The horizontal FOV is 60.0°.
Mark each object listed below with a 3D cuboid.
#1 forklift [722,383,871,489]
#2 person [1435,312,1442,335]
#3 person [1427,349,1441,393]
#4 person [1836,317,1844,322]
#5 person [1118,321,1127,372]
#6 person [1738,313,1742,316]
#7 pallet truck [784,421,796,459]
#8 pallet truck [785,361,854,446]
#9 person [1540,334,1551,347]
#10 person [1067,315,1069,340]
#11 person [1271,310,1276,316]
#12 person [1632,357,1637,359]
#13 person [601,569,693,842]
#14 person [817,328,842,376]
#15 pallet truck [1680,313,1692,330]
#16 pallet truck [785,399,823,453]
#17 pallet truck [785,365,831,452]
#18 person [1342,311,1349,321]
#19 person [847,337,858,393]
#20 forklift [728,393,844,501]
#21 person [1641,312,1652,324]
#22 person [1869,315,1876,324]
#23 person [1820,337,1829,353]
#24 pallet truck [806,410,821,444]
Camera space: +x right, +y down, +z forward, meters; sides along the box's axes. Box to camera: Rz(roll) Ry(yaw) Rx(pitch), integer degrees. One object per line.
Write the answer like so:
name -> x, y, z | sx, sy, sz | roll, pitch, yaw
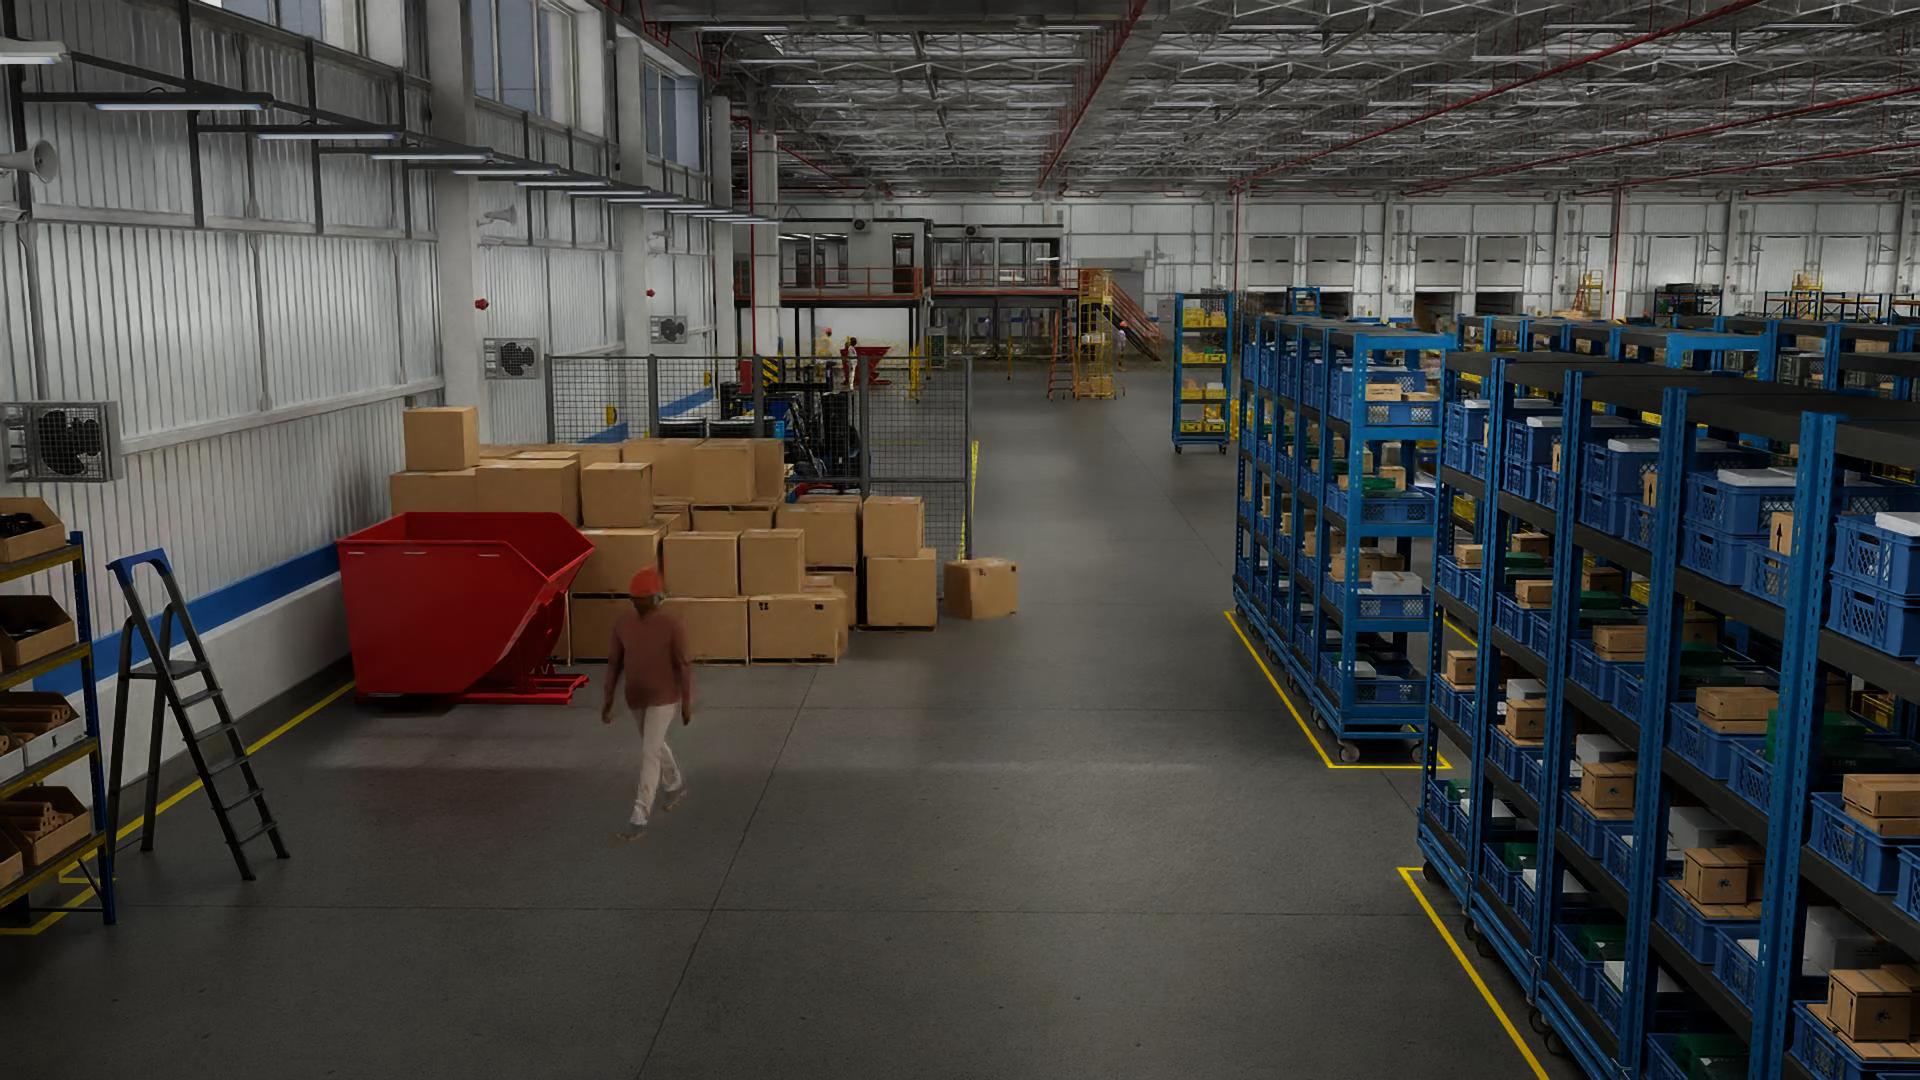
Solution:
forklift -> -2.893, -1.687, 28.729 | 2.680, 1.987, 1.157 | 0, 9, -1
person -> 26.217, -11.546, 90.892 | 1.004, 1.880, 0.601 | 5, 10, 27
person -> 14.314, -4.908, 50.351 | 0.824, 1.736, 0.522 | -9, 13, -43
person -> 47.276, -11.237, 89.233 | 0.984, 1.795, 0.508 | -4, 10, -24
person -> 6.628, -7.878, 67.740 | 0.389, 2.039, 0.614 | 0, 9, 1
person -> 40.992, -11.009, 87.598 | 0.310, 1.864, 0.533 | 0, 9, 1
pallet truck -> -4.013, -1.793, 32.705 | 1.601, 1.201, 0.680 | 0, 9, 1
pallet truck -> -3.410, -3.193, 38.978 | 1.885, 1.965, 0.823 | 0, 9, -1
person -> 22.041, -7.081, 62.829 | 0.999, 2.000, 0.706 | 2, 9, 12
person -> 6.085, -12.489, 96.668 | 0.567, 1.885, 0.984 | -4, 10, -22
person -> 17.179, -11.591, 90.888 | 0.636, 1.965, 0.760 | -1, 9, -7
person -> 17.772, -3.892, 43.787 | 0.884, 1.841, 0.525 | 3, 10, 19
person -> -2.296, 1.159, 12.339 | 0.622, 1.951, 1.054 | 4, 10, 23
person -> -5.154, -7.337, 64.920 | 1.026, 1.882, 0.550 | -3, 10, -16
pallet truck -> 36.315, -10.531, 84.244 | 0.823, 1.965, 1.885 | -6, 11, -33
pallet truck -> -3.814, -2.432, 36.419 | 1.630, 1.274, 0.653 | 0, 9, 1
pallet truck -> -3.774, -2.976, 37.635 | 1.885, 1.965, 0.823 | 1, 9, 5
person -> 21.910, -12.042, 94.170 | 0.955, 1.793, 0.624 | 9, 13, 43
person -> -3.605, -5.860, 55.774 | 0.337, 1.881, 0.584 | 0, 9, 1
forklift -> -2.979, -1.316, 26.476 | 2.680, 1.987, 1.157 | 0, 9, 1
person -> 36.618, -11.218, 88.707 | 0.638, 1.922, 0.834 | 1, 9, 5
person -> 49.143, -11.263, 89.545 | 0.318, 1.740, 0.492 | 0, 9, 1
person -> 34.591, -7.509, 66.615 | 0.849, 1.663, 0.525 | 0, 9, 0
pallet truck -> -3.559, -2.018, 33.905 | 1.522, 1.261, 0.704 | 0, 9, -1
